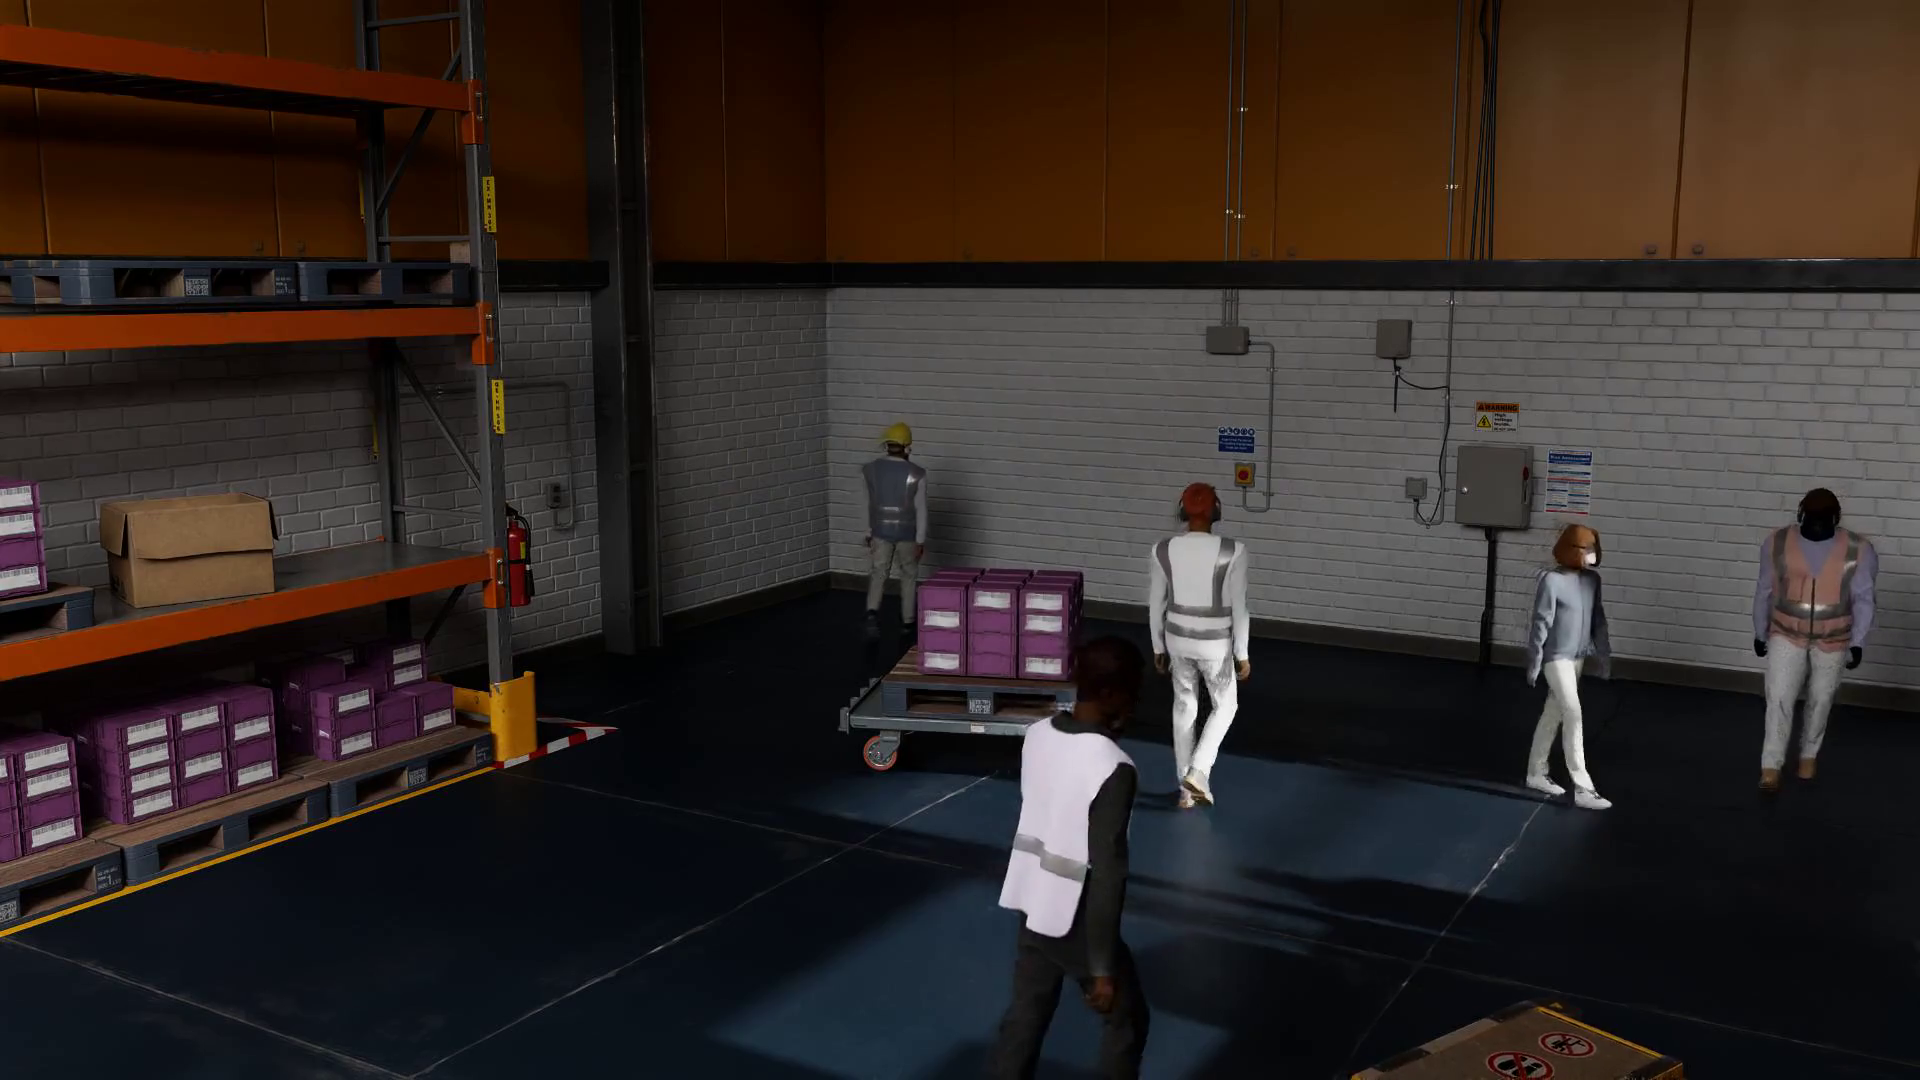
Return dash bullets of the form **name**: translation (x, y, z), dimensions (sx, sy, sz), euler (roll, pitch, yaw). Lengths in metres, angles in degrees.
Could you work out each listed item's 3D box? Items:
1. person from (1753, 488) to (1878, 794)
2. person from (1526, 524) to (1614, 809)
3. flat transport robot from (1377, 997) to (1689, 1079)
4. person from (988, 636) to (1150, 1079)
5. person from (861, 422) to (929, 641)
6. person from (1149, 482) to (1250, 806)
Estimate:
- **person**: translation (4.969, 0.589, 9.727), dimensions (0.634, 1.782, 0.951), euler (5, 10, 27)
- **person**: translation (3.548, 0.716, 9.469), dimensions (0.528, 1.600, 0.739), euler (-6, 11, -35)
- **flat transport robot**: translation (1.924, 1.967, 5.851), dimensions (1.431, 0.197, 0.652), euler (-7, 11, -36)
- **person**: translation (0.426, 1.228, 5.453), dimensions (0.842, 1.872, 0.733), euler (-5, 10, -27)
- **person**: translation (-0.549, -0.072, 13.786), dimensions (0.591, 1.811, 0.787), euler (2, 9, 11)
- **person**: translation (1.344, 0.605, 9.377), dimensions (0.596, 1.866, 0.452), euler (5, 10, 27)
